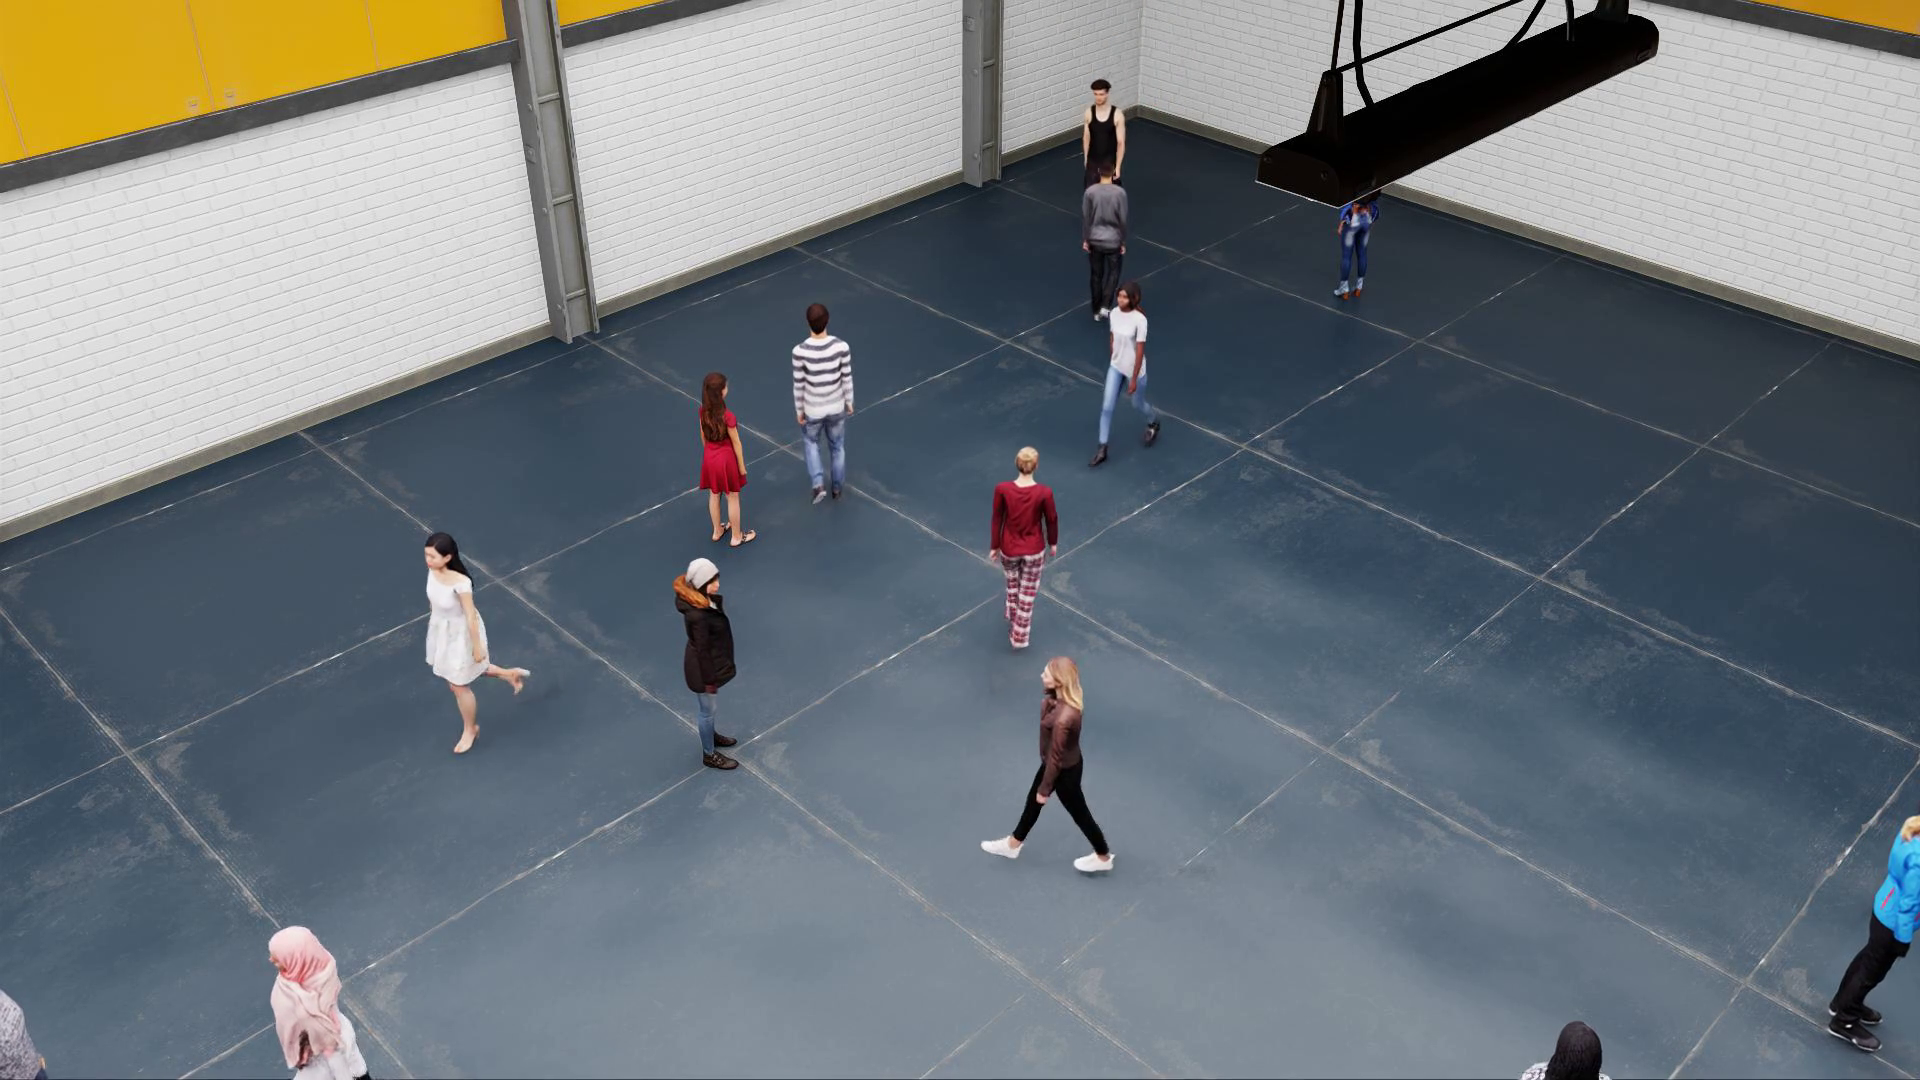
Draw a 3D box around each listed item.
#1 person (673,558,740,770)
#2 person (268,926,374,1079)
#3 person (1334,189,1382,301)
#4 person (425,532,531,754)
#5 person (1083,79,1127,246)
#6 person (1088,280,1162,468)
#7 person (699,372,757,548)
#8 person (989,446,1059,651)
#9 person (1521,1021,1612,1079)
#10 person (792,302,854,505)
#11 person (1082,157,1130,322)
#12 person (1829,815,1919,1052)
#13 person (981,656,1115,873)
[{"bbox_3d":[-1.708,0.820,11.252,0.783,1.636,0.731,-2,34,-3],"label":"person"},{"bbox_3d":[-3.110,2.603,8.455,1.202,1.762,1.009,-7,34,-11],"label":"person"},{"bbox_3d":[4.174,-3.323,17.502,0.645,1.617,0.757,-10,35,-14],"label":"person"},{"bbox_3d":[-3.355,0.656,11.393,0.625,1.754,0.924,27,42,35],"label":"person"},{"bbox_3d":[1.659,-4.281,18.736,1.031,1.848,1.291,7,34,10],"label":"person"},{"bbox_3d":[1.539,-1.497,14.694,0.622,1.684,1.132,27,42,34],"label":"person"},{"bbox_3d":[-1.941,-0.662,13.554,0.613,1.555,0.675,17,37,24],"label":"person"},{"bbox_3d":[0.447,0.091,12.307,0.842,1.682,0.912,6,34,9],"label":"person"},{"bbox_3d":[2.790,2.995,7.926,1.016,1.696,1.203,6,34,8],"label":"person"},{"bbox_3d":[-1.128,-1.073,13.921,0.895,1.834,0.937,-5,34,-7],"label":"person"},{"bbox_3d":[1.466,-3.007,16.900,0.801,1.757,0.862,6,34,9],"label":"person"},{"bbox_3d":[5.171,2.076,9.212,0.717,1.803,0.558,19,38,26],"label":"person"},{"bbox_3d":[0.717,1.447,10.292,1.110,1.655,1.104,3,34,5],"label":"person"}]
